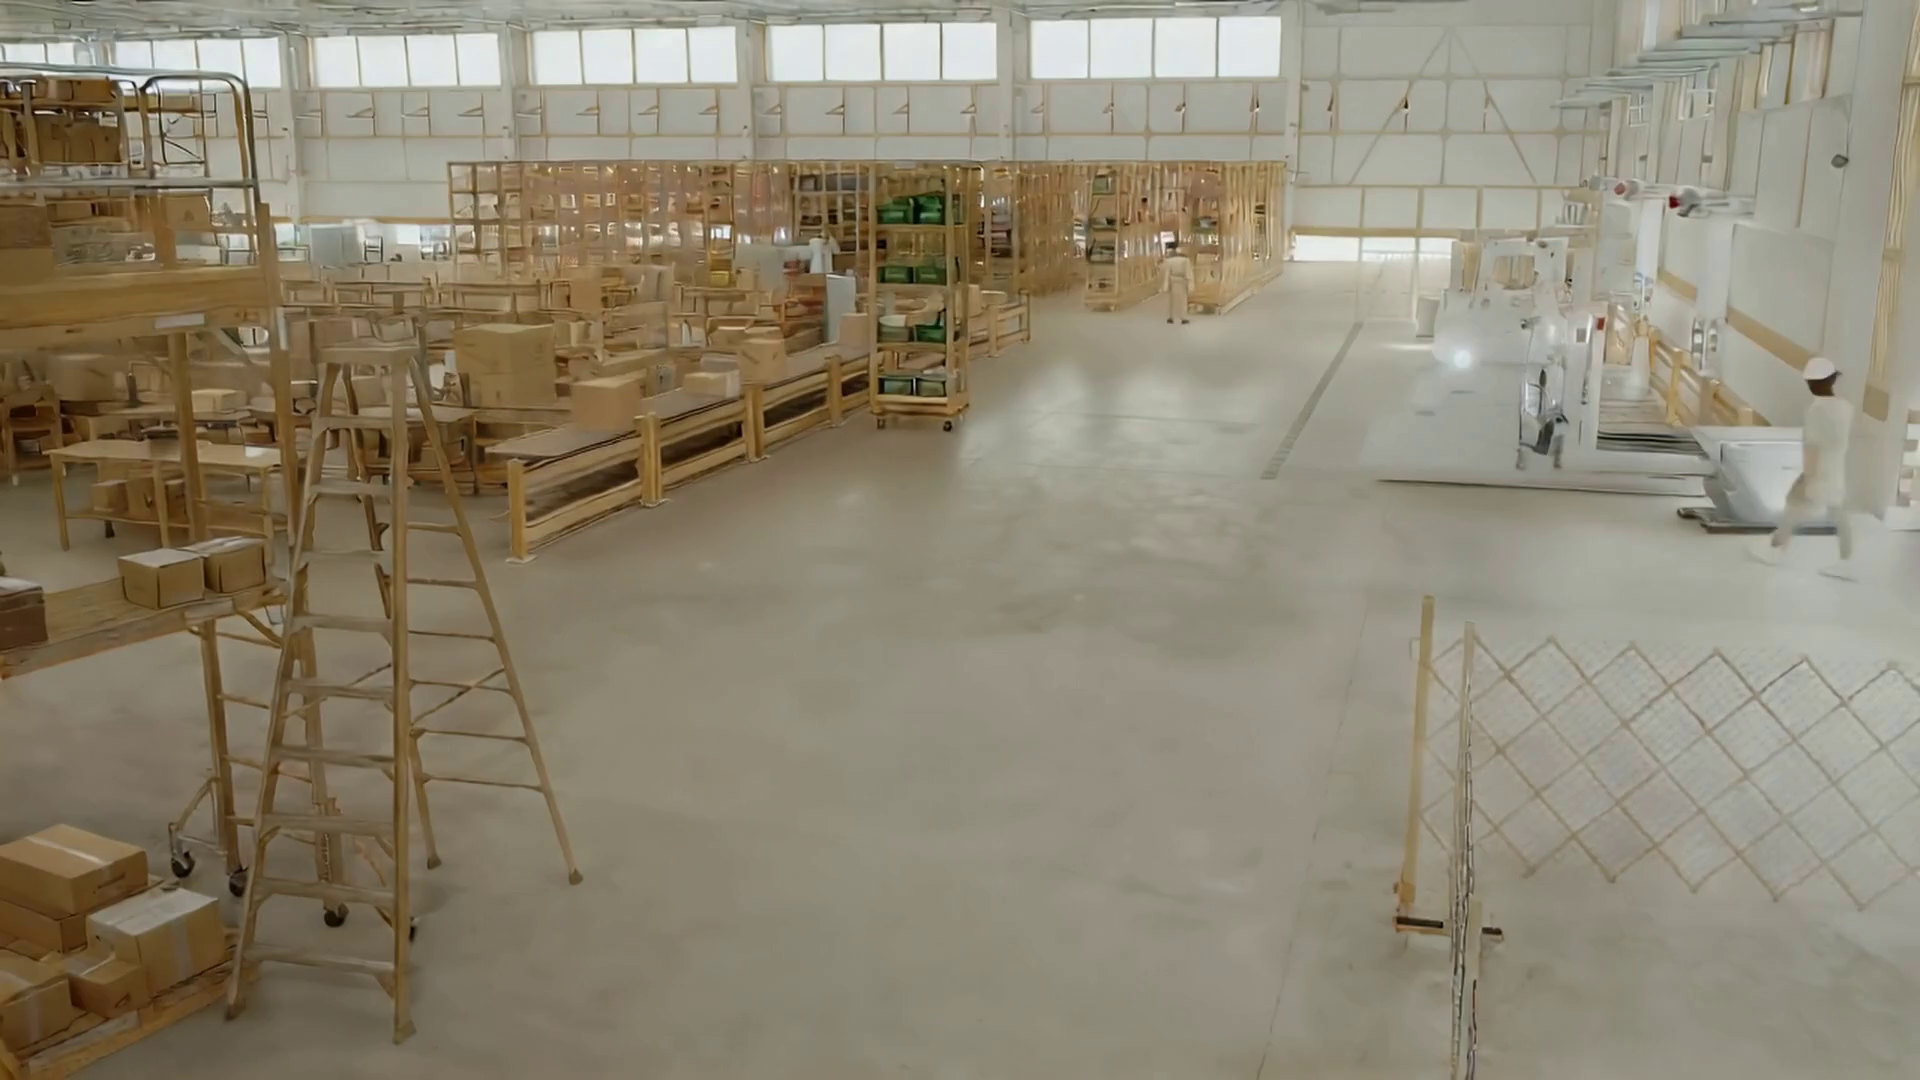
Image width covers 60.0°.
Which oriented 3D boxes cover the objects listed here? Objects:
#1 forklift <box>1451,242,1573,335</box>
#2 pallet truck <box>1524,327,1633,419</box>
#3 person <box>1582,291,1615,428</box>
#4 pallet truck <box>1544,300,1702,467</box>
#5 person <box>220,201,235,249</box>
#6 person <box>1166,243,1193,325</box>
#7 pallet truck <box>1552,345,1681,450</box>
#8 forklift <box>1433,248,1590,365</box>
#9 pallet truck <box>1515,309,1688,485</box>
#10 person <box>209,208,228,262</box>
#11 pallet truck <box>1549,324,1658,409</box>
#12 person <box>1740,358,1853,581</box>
[{"bbox_3d":[10.464,-4.597,31.405,2.680,1.987,1.157,4,14,16],"label":"forklift"},{"bbox_3d":[9.065,-2.460,24.370,1.522,1.261,0.704,3,13,14],"label":"pallet truck"},{"bbox_3d":[8.950,-2.531,23.330,0.410,1.909,0.643,0,13,1],"label":"person"},{"bbox_3d":[8.263,-1.952,20.631,1.885,1.965,0.823,5,14,20],"label":"pallet truck"},{"bbox_3d":[-29.701,-12.772,67.497,1.009,1.920,0.716,-1,13,-4],"label":"person"},{"bbox_3d":[4.932,-5.762,37.451,0.602,1.832,0.403,4,14,15],"label":"person"},{"bbox_3d":[8.641,-1.896,21.908,1.630,1.274,0.653,4,14,16],"label":"pallet truck"},{"bbox_3d":[9.780,-4.111,29.280,2.680,1.987,1.157,3,13,14],"label":"forklift"},{"bbox_3d":[7.554,-1.677,19.446,1.885,1.965,0.823,3,13,14],"label":"pallet truck"},{"bbox_3d":[-26.033,-10.685,58.457,0.602,1.950,0.380,-5,14,-22],"label":"person"},{"bbox_3d":[9.824,-2.669,25.407,1.601,1.201,0.680,4,14,16],"label":"pallet truck"},{"bbox_3d":[7.738,-0.666,15.115,0.651,1.972,1.078,-8,15,-30],"label":"person"}]
